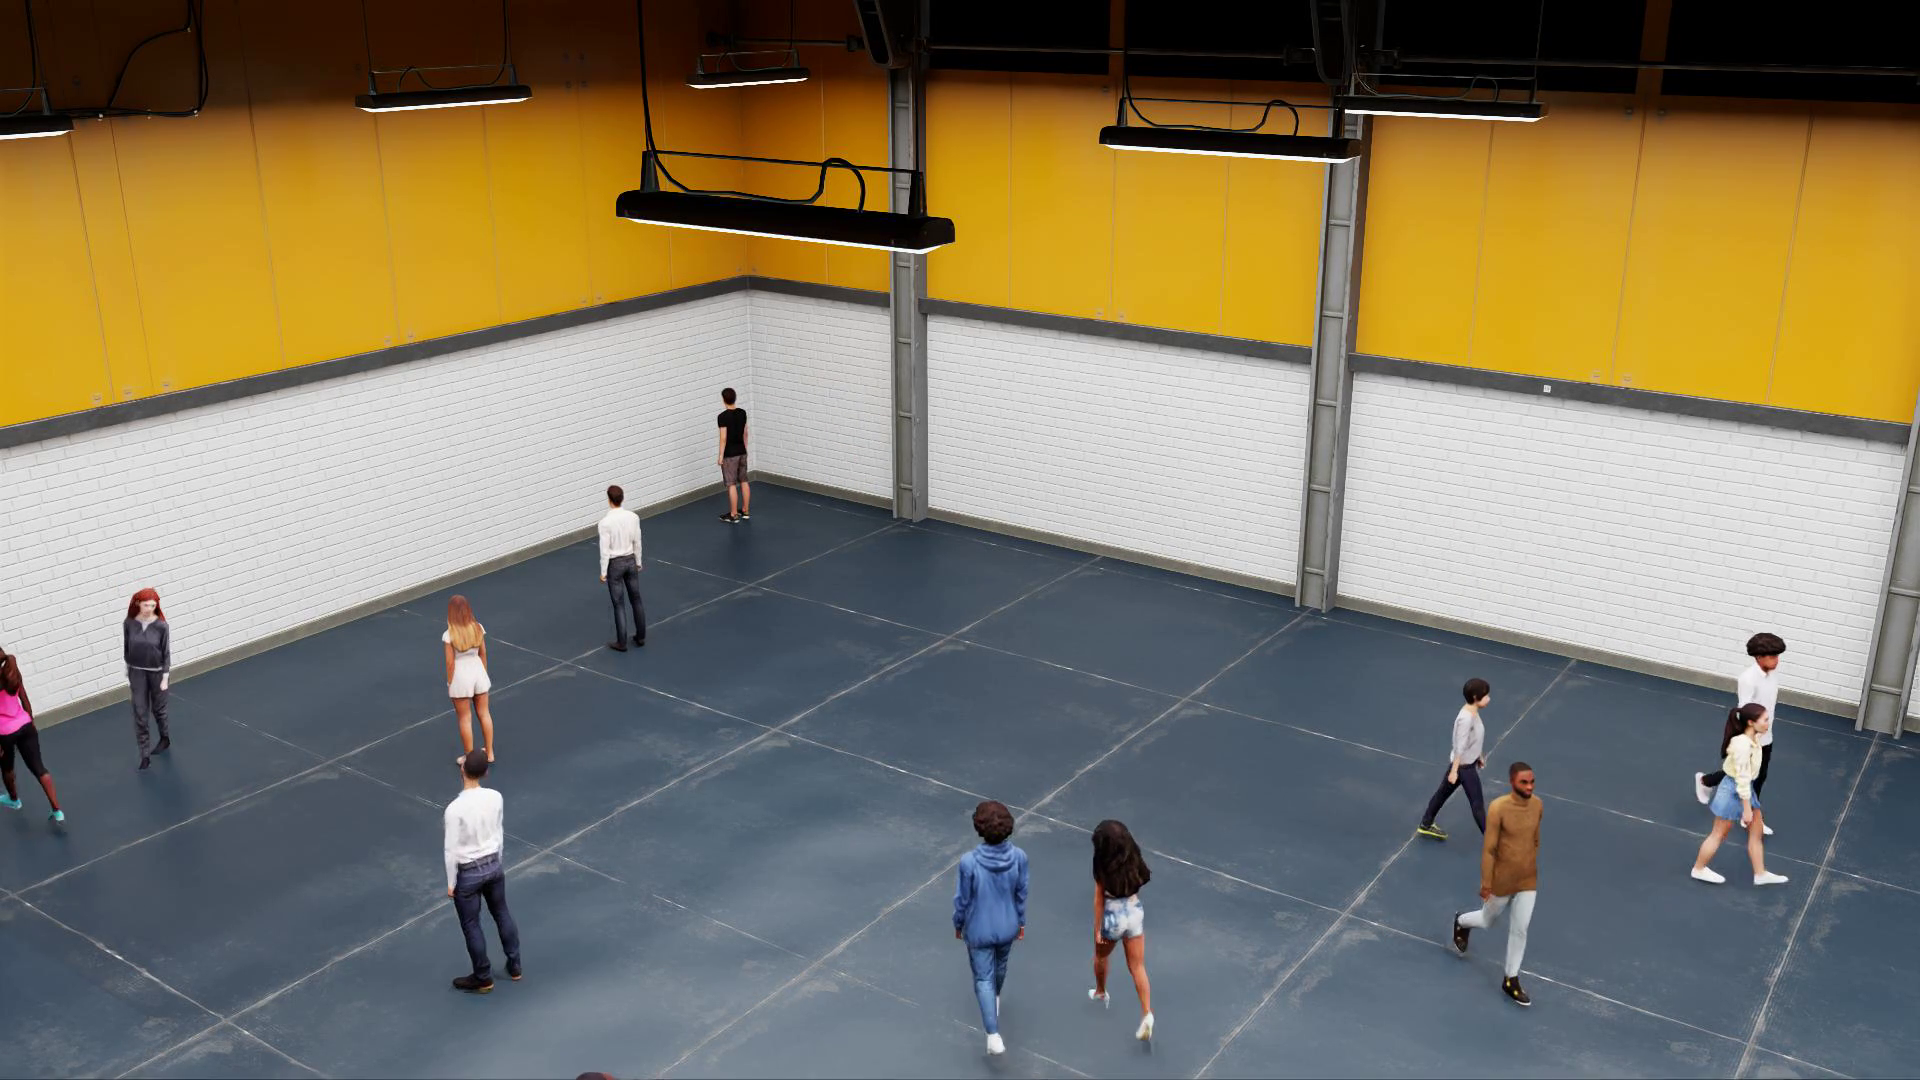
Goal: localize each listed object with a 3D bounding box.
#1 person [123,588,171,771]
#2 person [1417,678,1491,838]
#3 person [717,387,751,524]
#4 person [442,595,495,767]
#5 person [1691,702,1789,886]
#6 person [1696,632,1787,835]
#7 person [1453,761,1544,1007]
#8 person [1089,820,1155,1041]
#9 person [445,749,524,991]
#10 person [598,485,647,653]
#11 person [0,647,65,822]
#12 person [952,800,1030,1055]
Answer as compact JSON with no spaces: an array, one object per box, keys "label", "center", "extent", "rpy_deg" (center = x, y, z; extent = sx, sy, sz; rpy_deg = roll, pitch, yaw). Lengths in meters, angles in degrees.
[{"label":"person","center":[-7.637,1.258,15.678],"extent":[0.971,1.727,1.025],"rpy_deg":[1,19,2]},{"label":"person","center":[4.194,1.894,14.132],"extent":[1.077,1.508,0.727],"rpy_deg":[7,20,20]},{"label":"person","center":[-3.084,-1.173,22.684],"extent":[0.612,1.861,0.692],"rpy_deg":[16,24,39]},{"label":"person","center":[-4.600,1.315,15.556],"extent":[0.629,1.696,0.639],"rpy_deg":[-15,23,-37]},{"label":"person","center":[6.207,2.058,13.489],"extent":[0.941,1.607,0.687],"rpy_deg":[11,21,29]},{"label":"person","center":[6.814,1.641,14.437],"extent":[0.874,1.792,1.076],"rpy_deg":[-12,22,-31]},{"label":"person","center":[3.950,2.418,12.125],"extent":[1.055,1.796,1.186],"rpy_deg":[-6,19,-16]},{"label":"person","center":[1.159,2.727,11.547],"extent":[0.912,1.578,1.105],"rpy_deg":[-9,21,-25]},{"label":"person","center":[-3.508,2.411,12.057],"extent":[0.636,1.852,0.686],"rpy_deg":[10,21,26]},{"label":"person","center":[-3.715,0.303,18.291],"extent":[0.717,1.869,0.621],"rpy_deg":[-16,24,-38]},{"label":"person","center":[-8.131,1.717,14.409],"extent":[1.189,1.666,0.690],"rpy_deg":[11,21,28]},{"label":"person","center":[0.230,2.673,11.388],"extent":[1.112,1.783,1.217],"rpy_deg":[-5,19,-15]}]
